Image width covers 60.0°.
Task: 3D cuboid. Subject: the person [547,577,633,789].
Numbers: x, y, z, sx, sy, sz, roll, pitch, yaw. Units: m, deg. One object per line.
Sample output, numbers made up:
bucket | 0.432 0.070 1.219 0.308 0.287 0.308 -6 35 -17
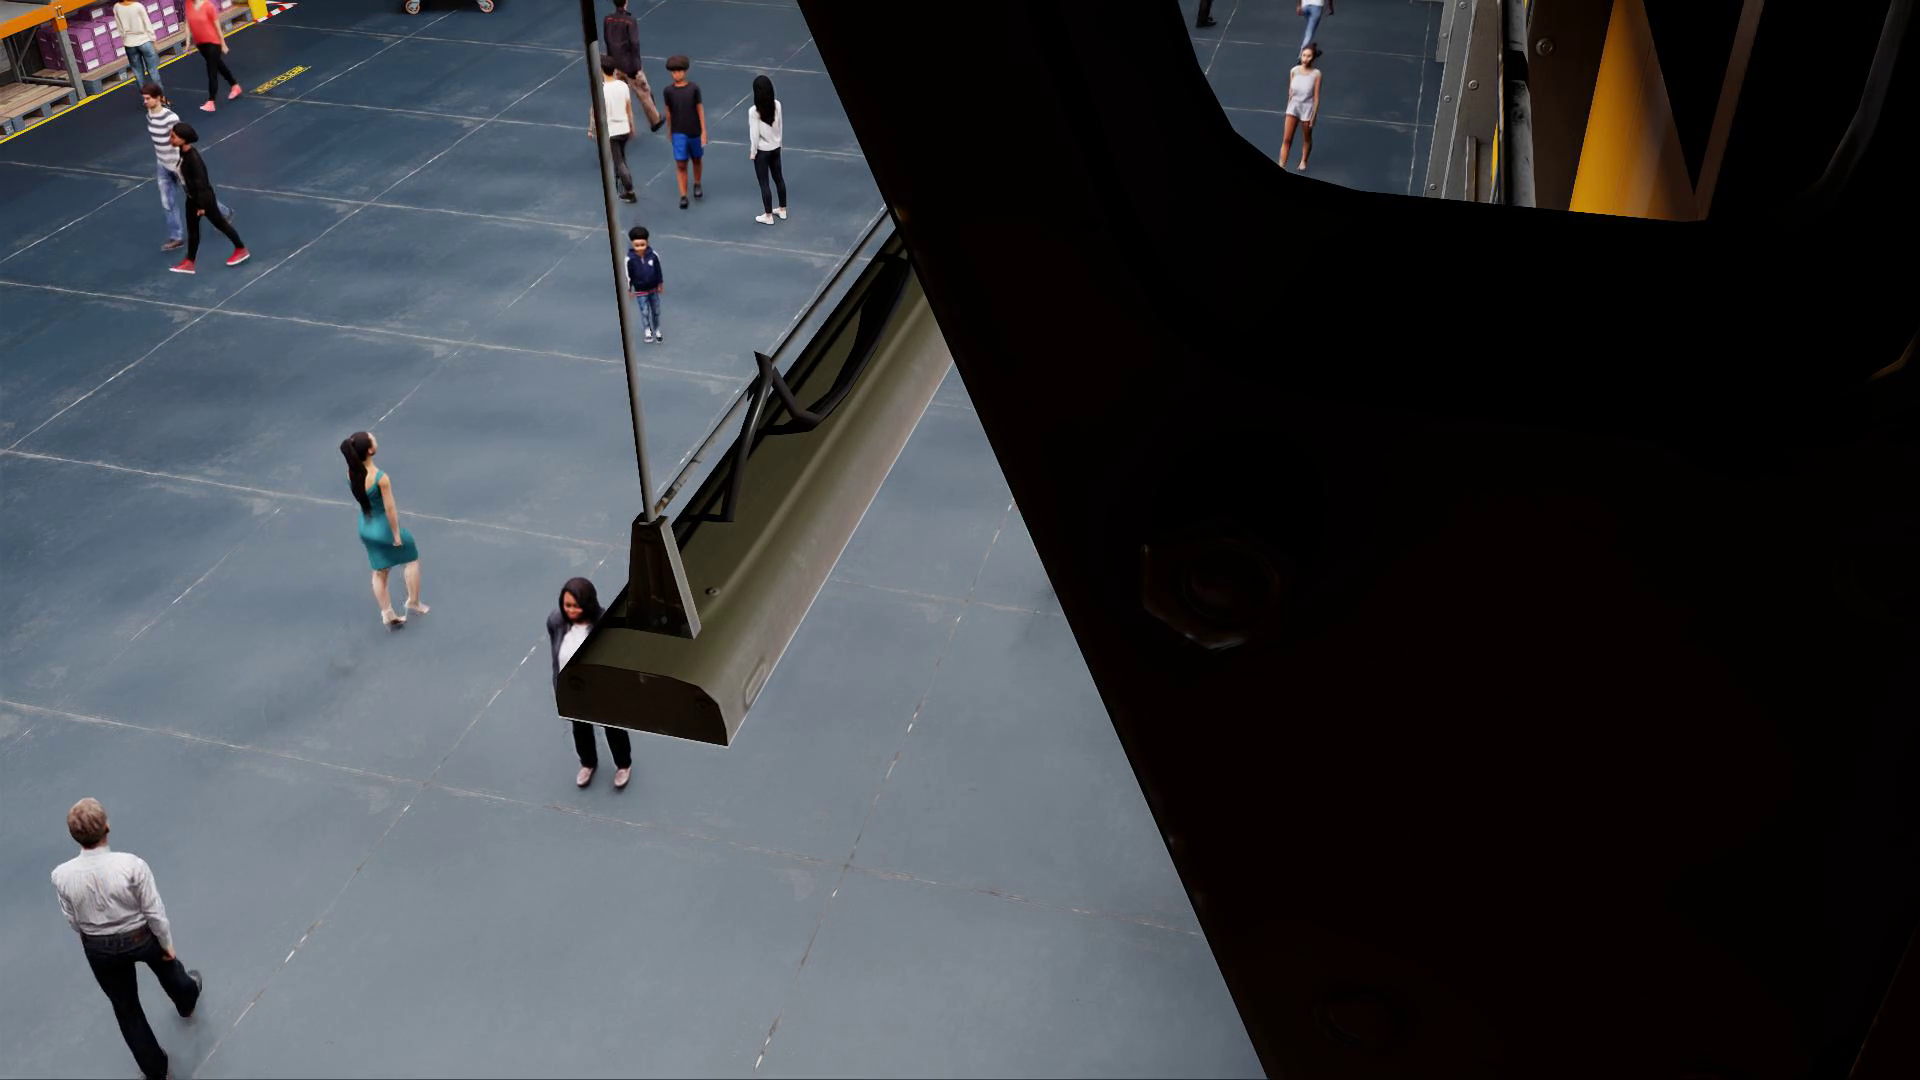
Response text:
person | -2.418 0.932 10.907 0.706 1.595 0.703 3 34 4

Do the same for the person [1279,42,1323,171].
person | 4.192 -5.238 20.208 0.732 1.575 1.002 18 38 25

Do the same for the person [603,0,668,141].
person | -4.257 -5.887 20.921 0.830 1.867 1.262 13 36 19

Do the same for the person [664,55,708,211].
person | -3.158 -4.777 19.359 0.892 1.747 1.197 -4 34 -6

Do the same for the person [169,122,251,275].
person | -8.034 -3.657 17.779 1.177 1.629 0.973 -29 43 -36

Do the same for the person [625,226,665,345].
person | -3.119 -2.551 16.492 0.620 1.213 0.651 -8 34 -12

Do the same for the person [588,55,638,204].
person | -3.982 -4.752 19.372 1.007 1.691 1.044 28 43 36

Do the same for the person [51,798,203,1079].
person | -4.448 2.197 8.833 0.989 1.784 1.130 -11 35 -16

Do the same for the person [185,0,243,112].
person | -9.978 -6.622 22.227 0.617 1.645 1.162 9 35 14

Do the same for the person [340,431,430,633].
person | -4.330 -0.023 12.271 0.582 1.677 0.624 13 36 18

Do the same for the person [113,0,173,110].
person | -10.939 -6.594 22.153 0.662 1.679 0.618 1 34 2

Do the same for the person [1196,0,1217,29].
person | 3.707 -8.701 25.119 0.901 1.906 0.822 -14 36 -20

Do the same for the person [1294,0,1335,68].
person | 4.917 -7.445 23.427 1.155 1.686 0.948 -28 43 -36

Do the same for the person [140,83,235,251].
person | -8.564 -4.147 18.343 0.832 1.823 1.203 16 37 22

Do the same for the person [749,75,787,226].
person | -2.190 -4.439 18.893 0.755 1.700 0.638 27 42 34
